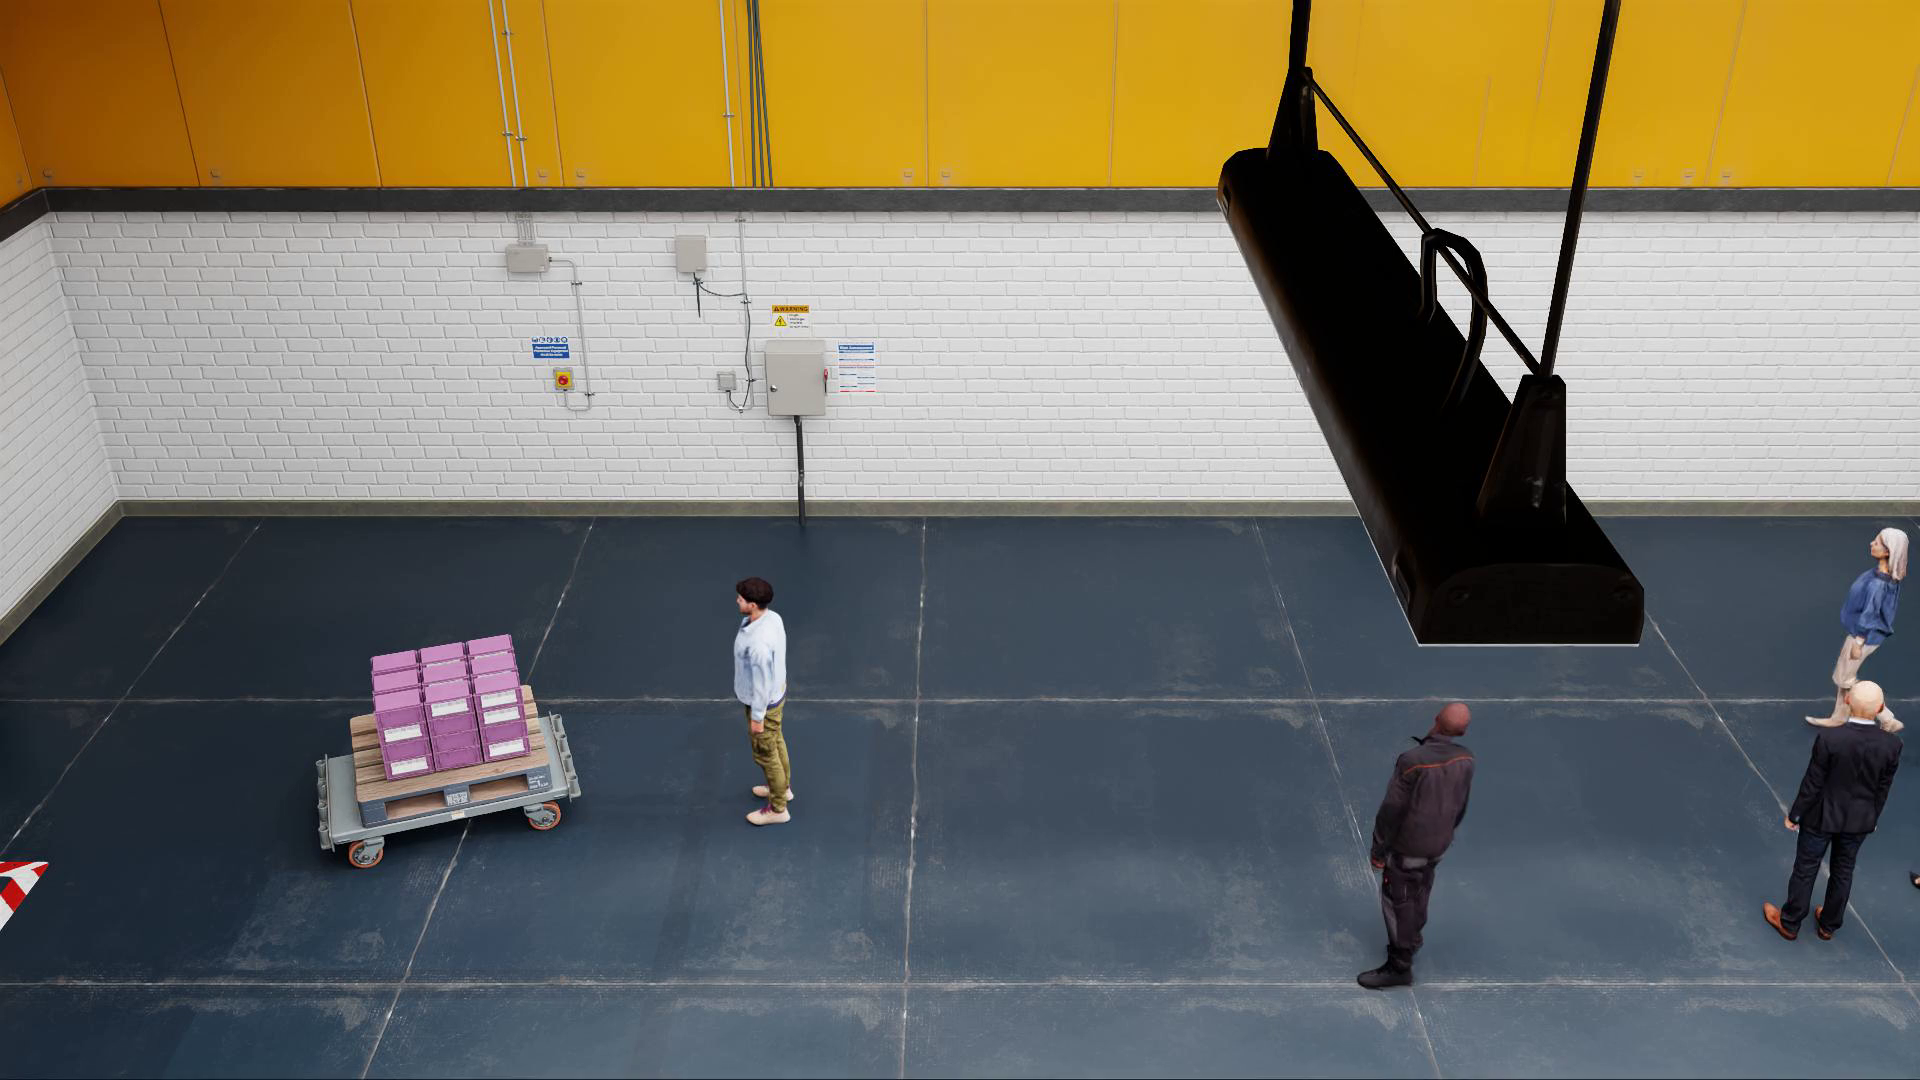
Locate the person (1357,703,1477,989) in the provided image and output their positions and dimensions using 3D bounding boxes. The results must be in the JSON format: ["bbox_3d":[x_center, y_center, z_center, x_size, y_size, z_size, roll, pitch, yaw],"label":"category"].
[{"bbox_3d":[2.663,1.770,9.631,0.935,1.783,0.855,-17,33,-28],"label":"person"}]

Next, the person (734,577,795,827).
[{"bbox_3d":[-1.280,1.049,10.927,0.742,1.809,0.502,1,29,3],"label":"person"}]

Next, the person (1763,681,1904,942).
[{"bbox_3d":[5.207,1.629,9.875,0.692,1.797,0.604,2,29,5],"label":"person"}]

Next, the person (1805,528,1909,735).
[{"bbox_3d":[6.458,0.707,11.687,0.950,1.681,0.915,21,35,34],"label":"person"}]
